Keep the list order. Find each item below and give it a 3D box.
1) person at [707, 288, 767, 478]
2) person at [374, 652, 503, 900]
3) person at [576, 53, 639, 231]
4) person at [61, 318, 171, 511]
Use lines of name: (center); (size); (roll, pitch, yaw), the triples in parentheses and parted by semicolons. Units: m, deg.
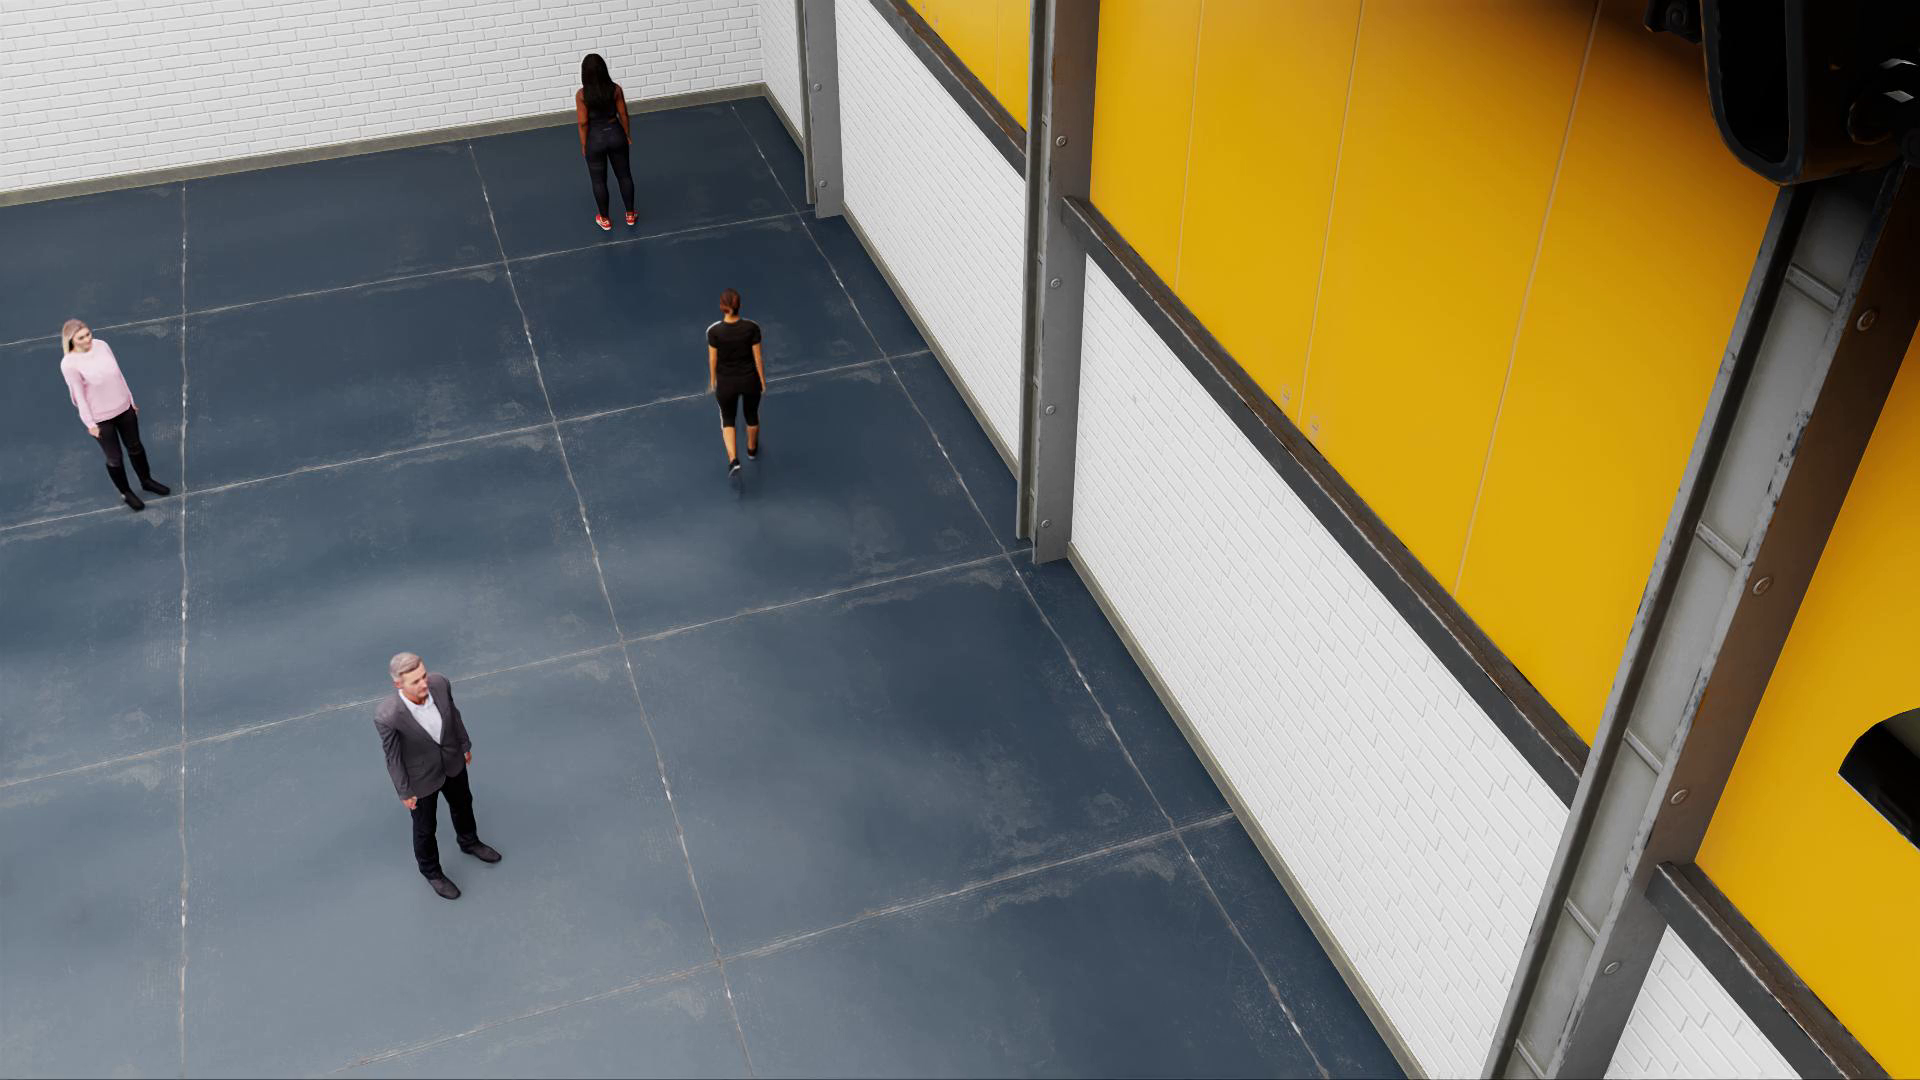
person: (-1.771, -1.236, 13.265); (0.725, 1.654, 0.981); (-4, 39, -5)
person: (-3.140, 1.352, 9.882); (0.806, 1.832, 0.791); (23, 44, 26)
person: (-3.530, -3.973, 16.562); (0.655, 1.816, 0.597); (-14, 41, -17)
person: (-6.645, -1.005, 12.951); (0.747, 1.685, 0.690); (17, 42, 20)
